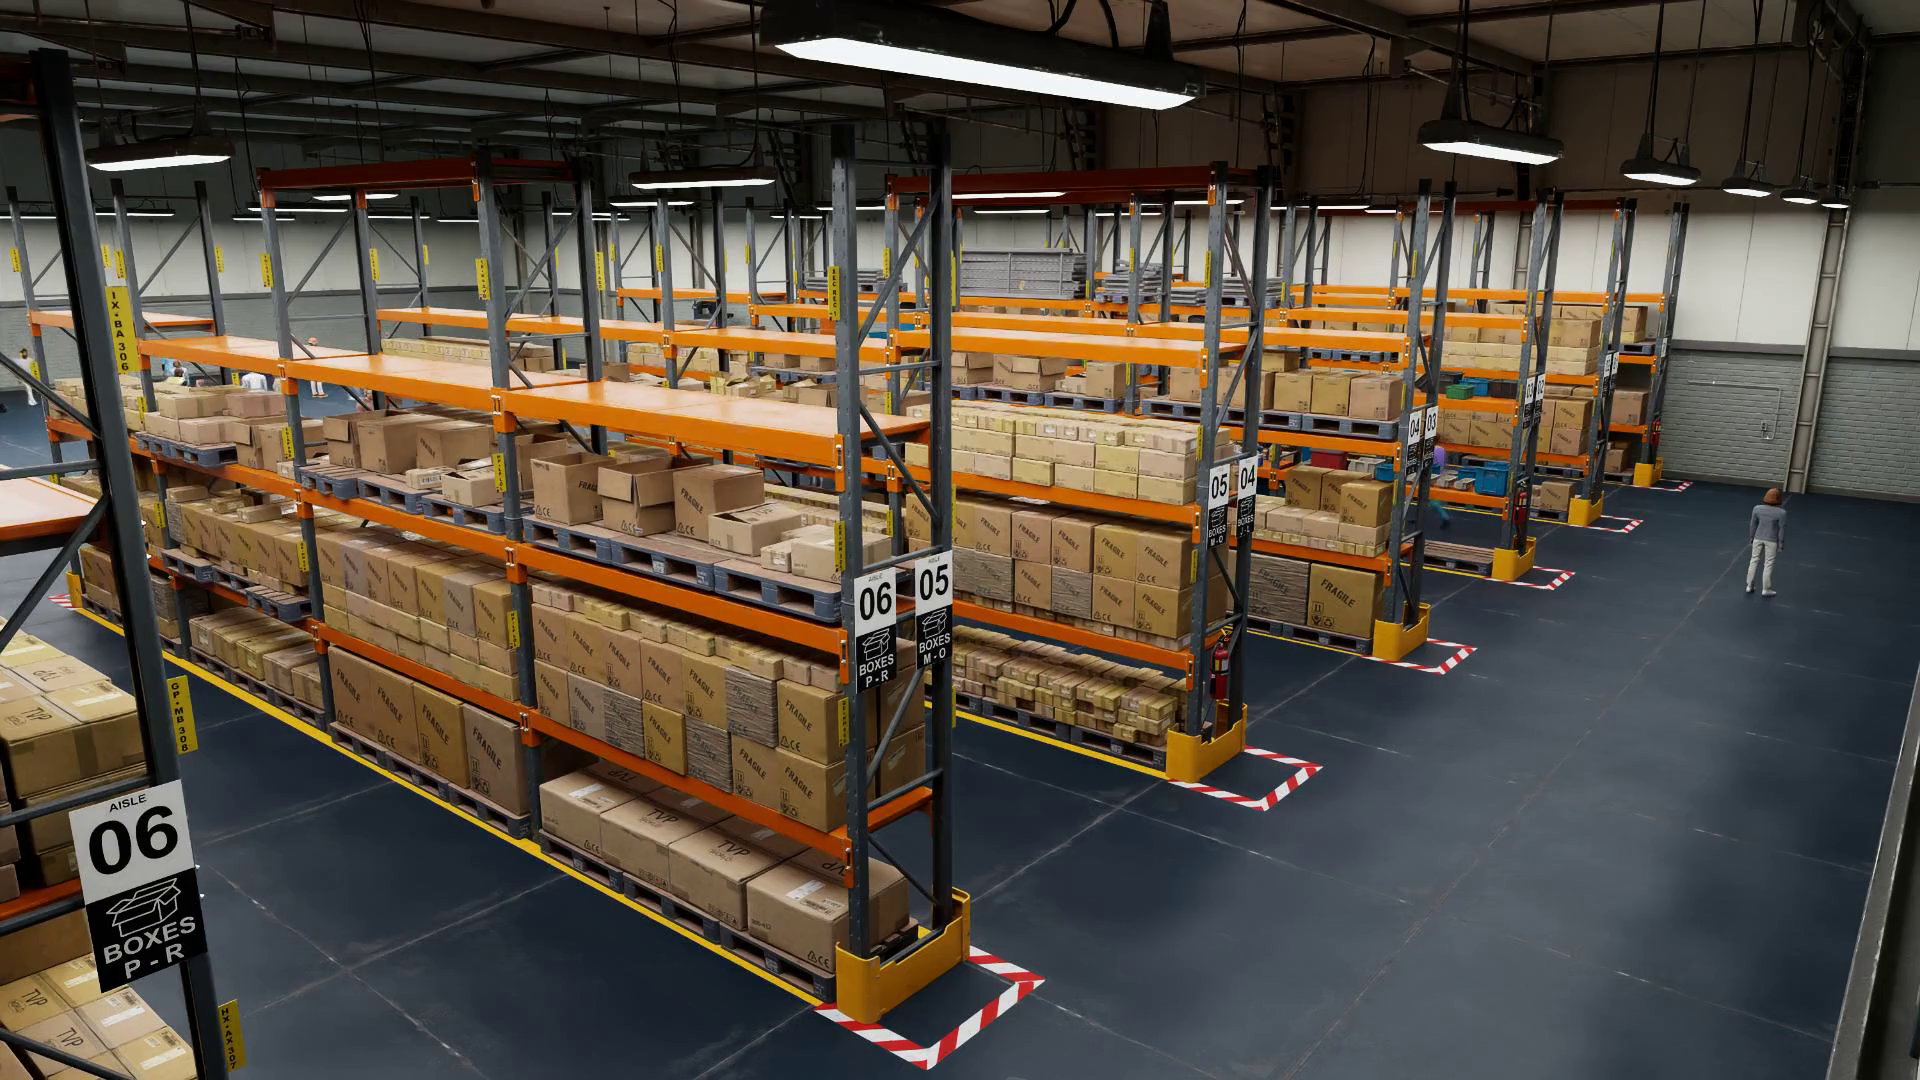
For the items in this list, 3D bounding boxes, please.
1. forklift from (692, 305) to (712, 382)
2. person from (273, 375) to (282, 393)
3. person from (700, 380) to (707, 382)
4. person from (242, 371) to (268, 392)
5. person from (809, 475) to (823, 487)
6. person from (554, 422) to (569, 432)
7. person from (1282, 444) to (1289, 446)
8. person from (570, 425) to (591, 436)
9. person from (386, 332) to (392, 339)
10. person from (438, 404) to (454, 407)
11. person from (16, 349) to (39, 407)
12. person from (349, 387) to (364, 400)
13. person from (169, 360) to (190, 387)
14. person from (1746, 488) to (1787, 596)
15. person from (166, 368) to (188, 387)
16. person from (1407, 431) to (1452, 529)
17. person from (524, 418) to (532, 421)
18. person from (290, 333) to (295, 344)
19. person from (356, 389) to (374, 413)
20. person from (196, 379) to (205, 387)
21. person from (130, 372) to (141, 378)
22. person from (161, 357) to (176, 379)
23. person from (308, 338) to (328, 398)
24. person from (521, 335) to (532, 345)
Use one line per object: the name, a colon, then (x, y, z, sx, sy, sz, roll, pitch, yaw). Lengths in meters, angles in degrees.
forklift: (-9.511, -7.392, 47.124, 1.873, 2.768, 1.129, 11, 17, 38)
person: (-19.473, -4.118, 36.225, 0.768, 1.609, 0.532, -8, 16, -31)
person: (-8.862, -5.971, 43.212, 0.613, 1.901, 0.778, -6, 15, -23)
person: (-19.585, -3.961, 35.000, 0.673, 1.905, 0.658, -10, 17, -35)
person: (-2.848, -1.529, 25.021, 0.315, 1.870, 0.532, 12, 18, 40)
person: (-8.925, -2.364, 28.194, 0.387, 1.992, 0.626, 7, 15, 25)
person: (7.576, -2.648, 29.280, 0.425, 2.034, 0.636, 10, 17, 37)
person: (-9.924, -3.356, 32.488, 0.995, 1.888, 0.647, 4, 14, 16)
person: (-20.812, -6.675, 46.207, 0.956, 1.861, 0.667, -1, 14, -6)
person: (-11.894, -2.600, 29.410, 0.638, 1.894, 1.036, -11, 17, -37)
person: (-29.701, -5.180, 40.172, 0.994, 1.817, 0.539, 8, 16, 30)
person: (-19.919, -5.420, 41.559, 0.752, 1.600, 0.523, 1, 14, 2)
person: (-24.034, -4.754, 38.802, 0.524, 1.619, 0.455, -12, 18, -40)
person: (12.262, 0.021, 19.135, 0.277, 1.635, 0.505, -8, 16, -31)
person: (-21.533, -3.826, 34.669, 0.665, 1.787, 0.994, 2, 14, 8)
person: (8.843, -1.131, 23.506, 0.579, 1.815, 0.859, -13, 19, -42)
person: (-10.292, -2.744, 29.709, 0.612, 2.024, 0.543, 7, 15, 26)
person: (-26.251, -7.409, 49.271, 0.429, 1.844, 0.627, -1, 14, -3)
person: (-13.728, -2.625, 29.453, 0.399, 1.908, 0.643, 7, 15, 28)
person: (-18.751, -3.093, 31.485, 0.897, 1.867, 0.640, -2, 14, -8)
person: (-29.016, -6.173, 44.210, 0.914, 1.834, 0.538, 6, 15, 24)
person: (-26.908, -5.785, 42.945, 0.474, 1.696, 0.559, 8, 16, 30)
person: (-21.660, -5.799, 42.327, 0.612, 1.995, 0.382, 5, 15, 20)
person: (-15.849, -6.548, 45.809, 0.692, 1.805, 0.606, 12, 18, 40)
